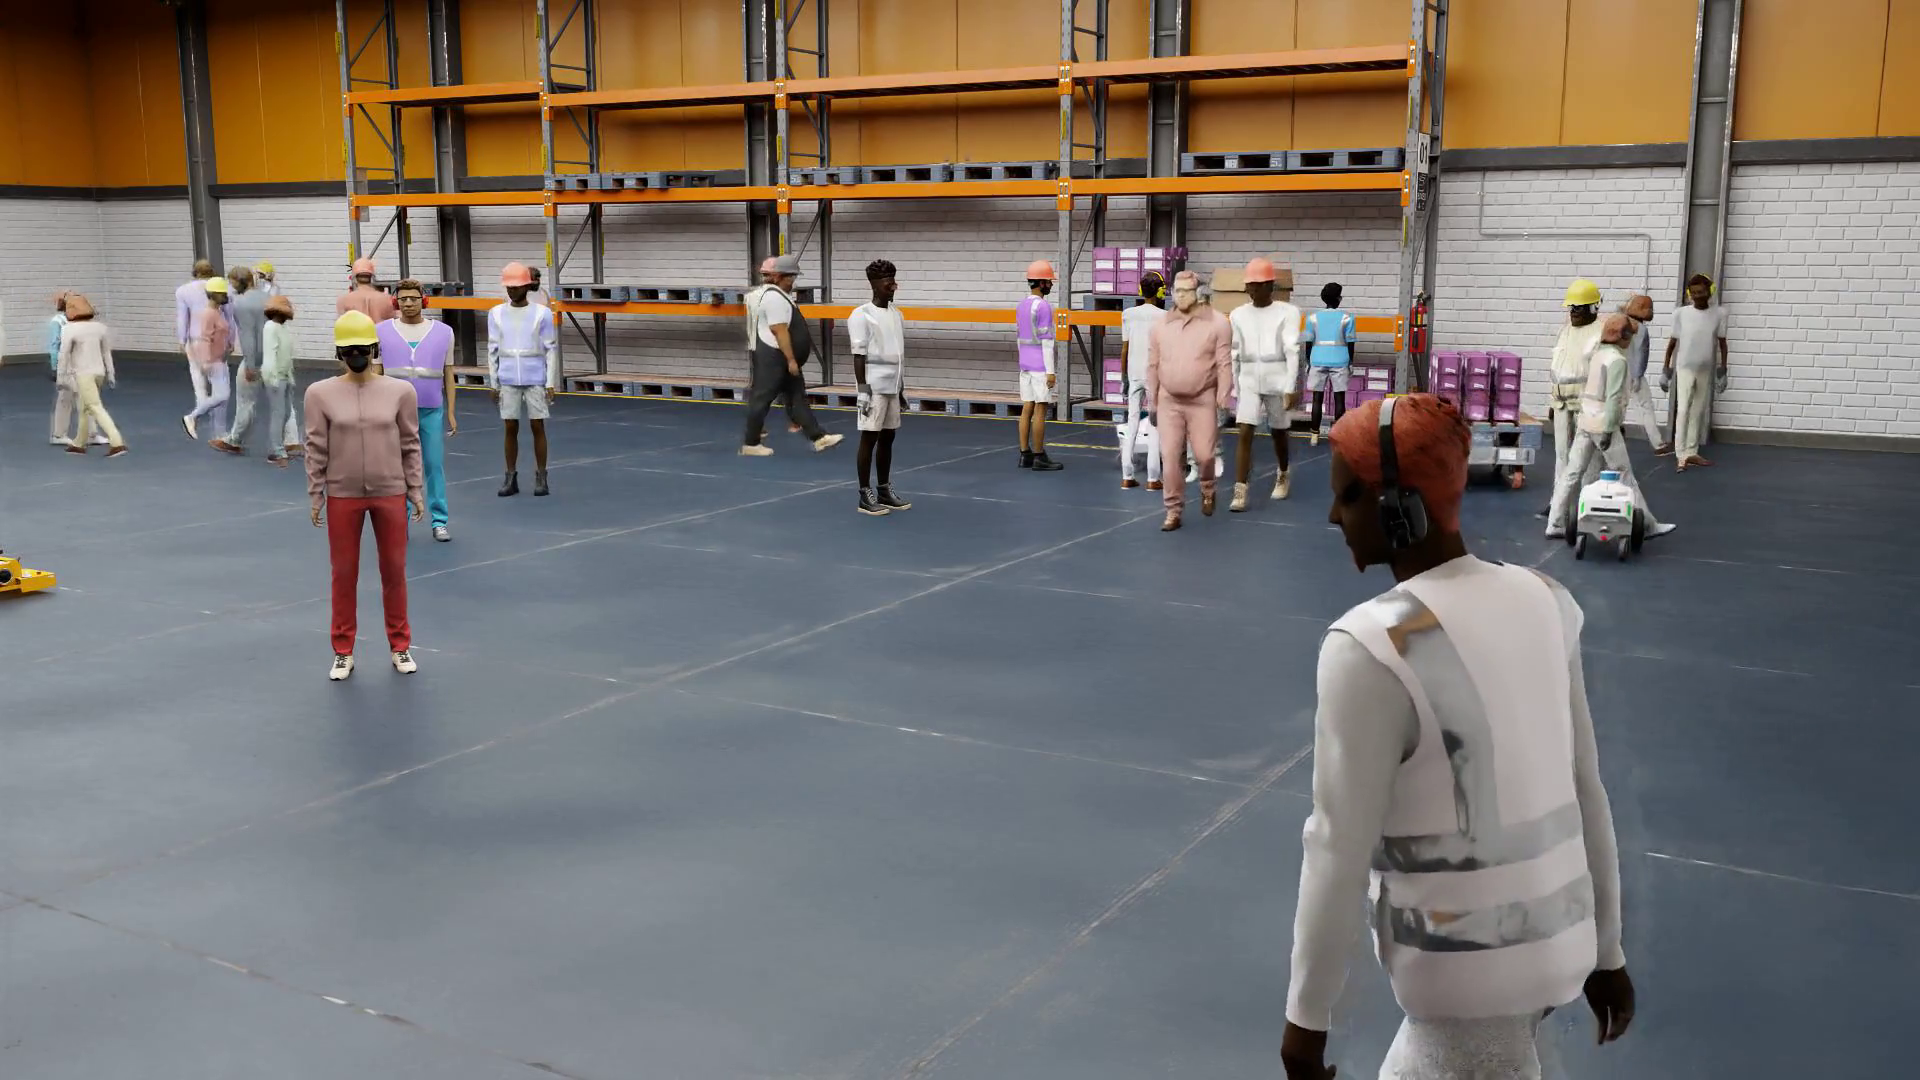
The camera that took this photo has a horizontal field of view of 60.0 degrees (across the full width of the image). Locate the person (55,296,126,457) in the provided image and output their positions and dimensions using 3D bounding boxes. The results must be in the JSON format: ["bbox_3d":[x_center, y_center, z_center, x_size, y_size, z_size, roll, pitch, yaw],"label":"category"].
[{"bbox_3d":[-8.576,-1.602,16.368,0.866,1.585,0.508,3,10,17],"label":"person"}]

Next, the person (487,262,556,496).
[{"bbox_3d":[-3.628,-1.320,13.767,0.551,1.932,0.378,-1,10,-3],"label":"person"}]

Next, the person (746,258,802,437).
[{"bbox_3d":[-2.047,-2.109,18.219,0.644,1.937,1.011,5,11,25],"label":"person"}]

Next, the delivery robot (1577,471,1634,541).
[{"bbox_3d":[4.349,-0.222,11.194,0.477,0.478,0.707,4,11,21],"label":"delivery robot"}]

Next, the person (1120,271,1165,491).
[{"bbox_3d":[1.591,-1.343,14.122,0.515,1.866,0.333,6,12,30],"label":"person"}]

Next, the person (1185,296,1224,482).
[{"bbox_3d":[2.105,-1.359,14.599,0.511,1.715,0.518,5,11,25],"label":"person"}]

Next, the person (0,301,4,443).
[{"bbox_3d":[-10.273,-1.947,17.310,0.636,1.939,0.359,1,10,8],"label":"person"}]

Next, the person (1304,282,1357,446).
[{"bbox_3d":[3.827,-1.814,17.229,0.535,1.699,0.321,4,11,20],"label":"person"}]

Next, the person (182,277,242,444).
[{"bbox_3d":[-7.723,-1.832,17.162,0.512,1.751,0.559,-1,10,-7],"label":"person"}]

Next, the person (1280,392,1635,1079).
[{"bbox_3d":[0.794,0.679,2.711,0.609,1.828,0.985,-9,13,-42],"label":"person"}]

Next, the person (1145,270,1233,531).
[{"bbox_3d":[1.681,-1.025,12.205,0.655,1.894,0.582,4,11,20],"label":"person"}]

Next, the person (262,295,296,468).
[{"bbox_3d":[-6.415,-1.489,15.654,0.335,1.615,0.602,-2,10,-9],"label":"person"}]

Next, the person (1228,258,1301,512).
[{"bbox_3d":[2.431,-1.250,13.260,0.606,1.992,1.080,5,11,25],"label":"person"}]

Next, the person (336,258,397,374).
[{"bbox_3d":[-6.107,-1.942,17.257,0.659,1.955,0.864,-5,11,-26],"label":"person"}]

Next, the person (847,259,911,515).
[{"bbox_3d":[-0.612,-1.186,12.921,0.367,1.966,0.606,6,12,31],"label":"person"}]

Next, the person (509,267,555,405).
[{"bbox_3d":[-5.651,-2.688,21.887,0.882,1.812,0.632,8,13,37],"label":"person"}]

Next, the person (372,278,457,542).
[{"bbox_3d":[-3.804,-0.898,11.630,0.566,1.846,0.389,-4,11,-20],"label":"person"}]

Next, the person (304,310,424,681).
[{"bbox_3d":[-2.838,-0.209,7.959,0.533,1.767,0.326,-4,11,-22],"label":"person"}]

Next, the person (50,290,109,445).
[{"bbox_3d":[-9.127,-1.774,17.247,0.741,1.605,0.507,-1,10,-6],"label":"person"}]

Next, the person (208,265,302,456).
[{"bbox_3d":[-6.957,-1.749,16.352,0.983,1.874,0.662,1,10,6],"label":"person"}]

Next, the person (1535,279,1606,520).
[{"bbox_3d":[4.602,-1.021,12.395,0.403,1.823,0.586,-4,11,-24],"label":"person"}]

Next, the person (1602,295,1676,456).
[{"bbox_3d":[6.669,-1.607,16.361,0.851,1.583,0.520,0,10,1],"label":"person"}]

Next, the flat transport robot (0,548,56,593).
[{"bbox_3d":[-6.062,0.262,9.518,0.652,0.197,1.431,6,12,29],"label":"flat transport robot"}]

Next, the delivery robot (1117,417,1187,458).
[{"bbox_3d":[1.828,-0.971,15.434,0.707,0.478,0.477,-3,11,-18],"label":"delivery robot"}]

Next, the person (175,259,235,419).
[{"bbox_3d":[-9.043,-2.405,19.960,0.650,1.914,0.678,-6,12,-31],"label":"person"}]

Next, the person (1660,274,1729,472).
[{"bbox_3d":[6.821,-1.545,15.427,0.553,1.819,0.713,2,10,9],"label":"person"}]

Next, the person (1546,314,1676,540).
[{"bbox_3d":[4.564,-0.776,11.629,0.884,1.584,0.532,0,10,0],"label":"person"}]

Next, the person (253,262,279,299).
[{"bbox_3d":[-10.838,-3.423,26.018,0.629,1.818,0.424,4,11,21],"label":"person"}]

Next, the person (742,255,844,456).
[{"bbox_3d":[-1.698,-1.842,16.424,1.024,2.000,0.696,1,10,3],"label":"person"}]

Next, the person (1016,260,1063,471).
[{"bbox_3d":[0.730,-1.608,15.393,0.354,1.939,0.545,-5,11,-26],"label":"person"}]
